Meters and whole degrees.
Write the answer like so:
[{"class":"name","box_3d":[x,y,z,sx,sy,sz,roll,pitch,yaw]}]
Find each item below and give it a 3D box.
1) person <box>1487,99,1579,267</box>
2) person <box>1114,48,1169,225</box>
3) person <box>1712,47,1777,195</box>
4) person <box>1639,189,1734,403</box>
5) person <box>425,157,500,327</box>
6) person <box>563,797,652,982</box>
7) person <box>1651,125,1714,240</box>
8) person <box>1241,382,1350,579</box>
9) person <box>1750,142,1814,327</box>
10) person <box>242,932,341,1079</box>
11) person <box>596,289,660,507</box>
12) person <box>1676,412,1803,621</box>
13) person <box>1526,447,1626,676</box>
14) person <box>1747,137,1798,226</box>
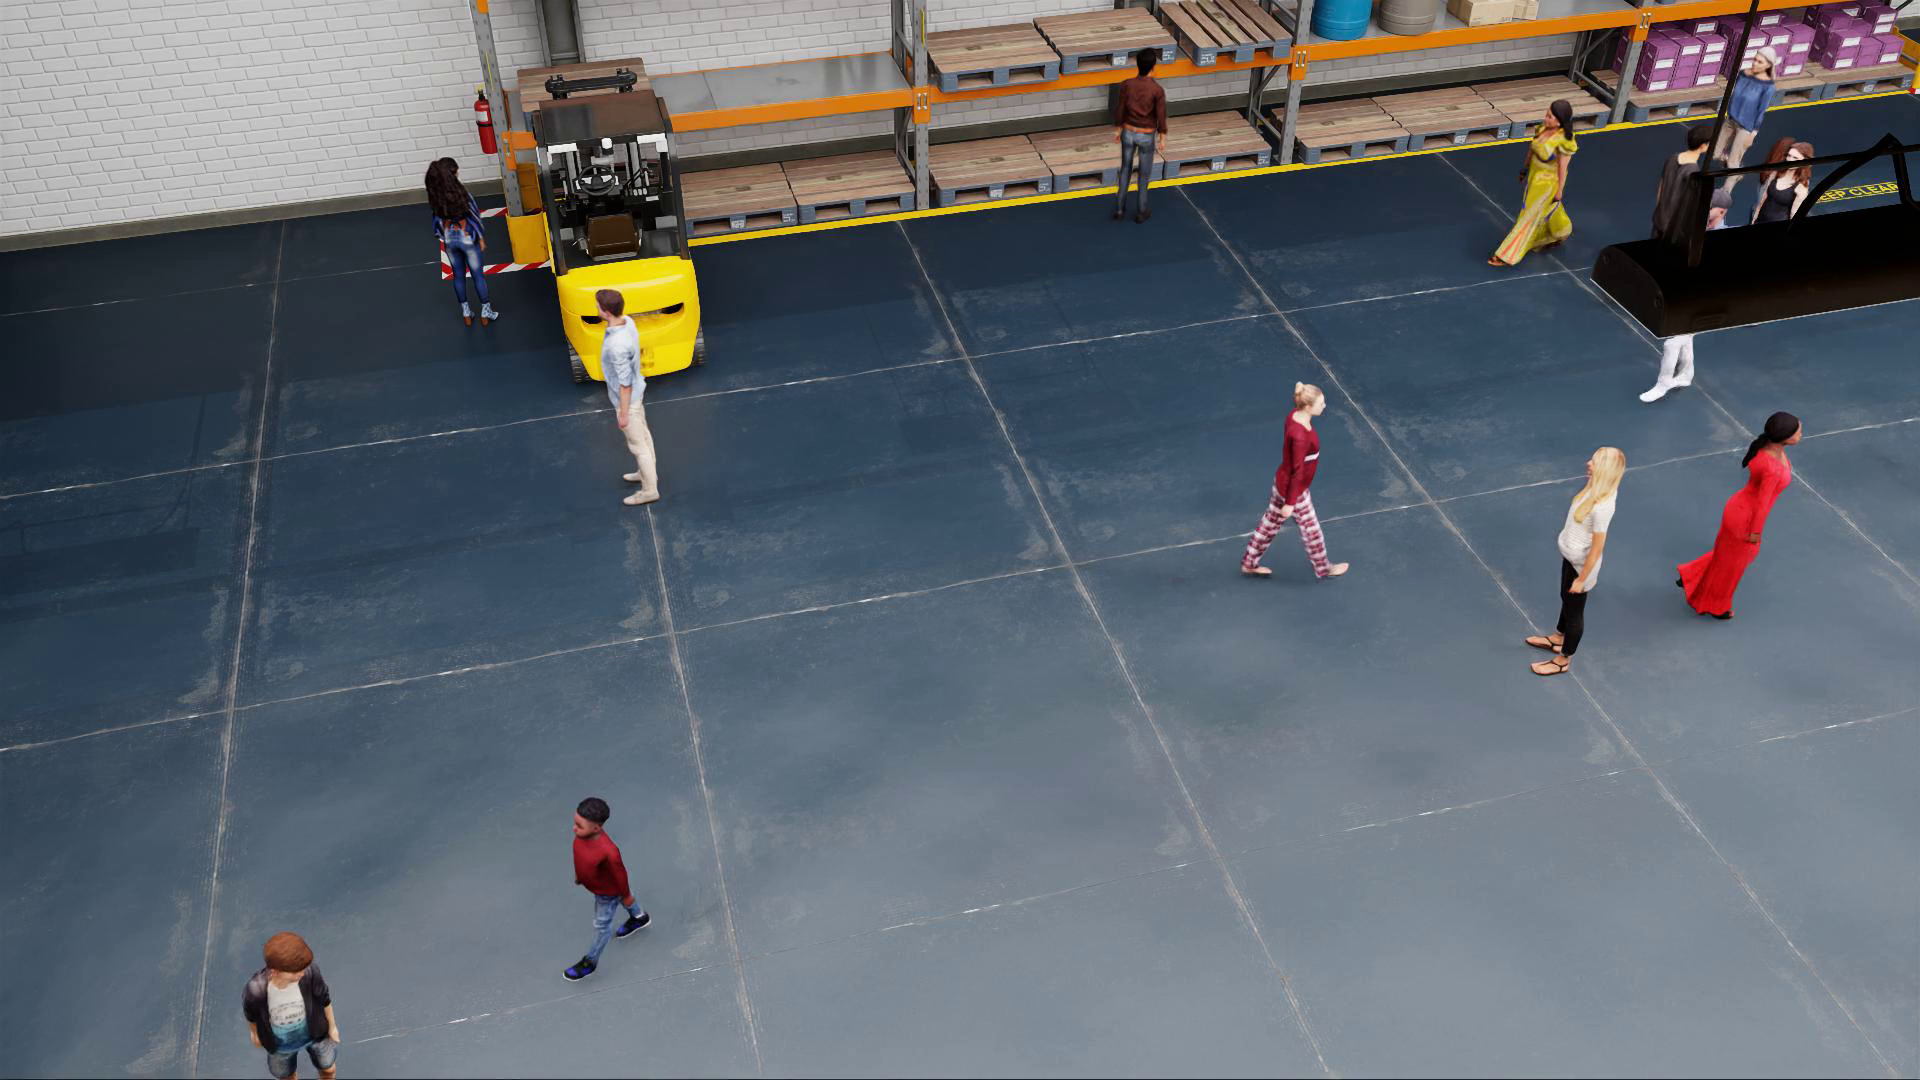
[{"class":"person","box_3d":[5.583,-3.375,15.701,1.218,1.612,0.750,-11,40,-13]},{"class":"person","box_3d":[1.743,-3.926,16.249,0.721,1.779,0.812,15,41,18]},{"class":"person","box_3d":[7.837,-4.111,16.566,0.767,1.685,0.674,-15,41,-18]},{"class":"person","box_3d":[6.209,-2.049,13.829,0.826,1.867,0.673,-9,40,-11]},{"class":"person","box_3d":[-4.434,-2.654,14.789,0.627,1.615,0.745,6,39,8]},{"class":"person","box_3d":[-1.952,1.884,9.413,0.921,1.231,0.730,-27,46,-30]},{"class":"person","box_3d":[6.467,-2.954,15.086,0.530,1.713,0.621,-8,39,-10]},{"class":"person","box_3d":[2.311,-0.392,11.915,1.097,1.666,0.848,1,39,2]},{"class":"person","box_3d":[7.240,-2.741,14.793,0.560,1.745,0.592,-17,42,-20]},{"class":"person","box_3d":[-3.432,2.495,8.492,0.518,1.426,0.786,-8,39,-10]},{"class":"person","box_3d":[-2.524,-1.102,12.659,0.610,1.847,0.688,-3,39,-4]},{"class":"person","box_3d":[5.359,-0.165,11.553,0.871,1.774,0.807,11,40,14]},{"class":"person","box_3d":[4.166,0.139,11.122,0.684,1.826,0.688,8,39,9]},{"class":"person","box_3d":[7.363,-3.013,15.362,0.915,1.461,0.721,1,39,1]}]
